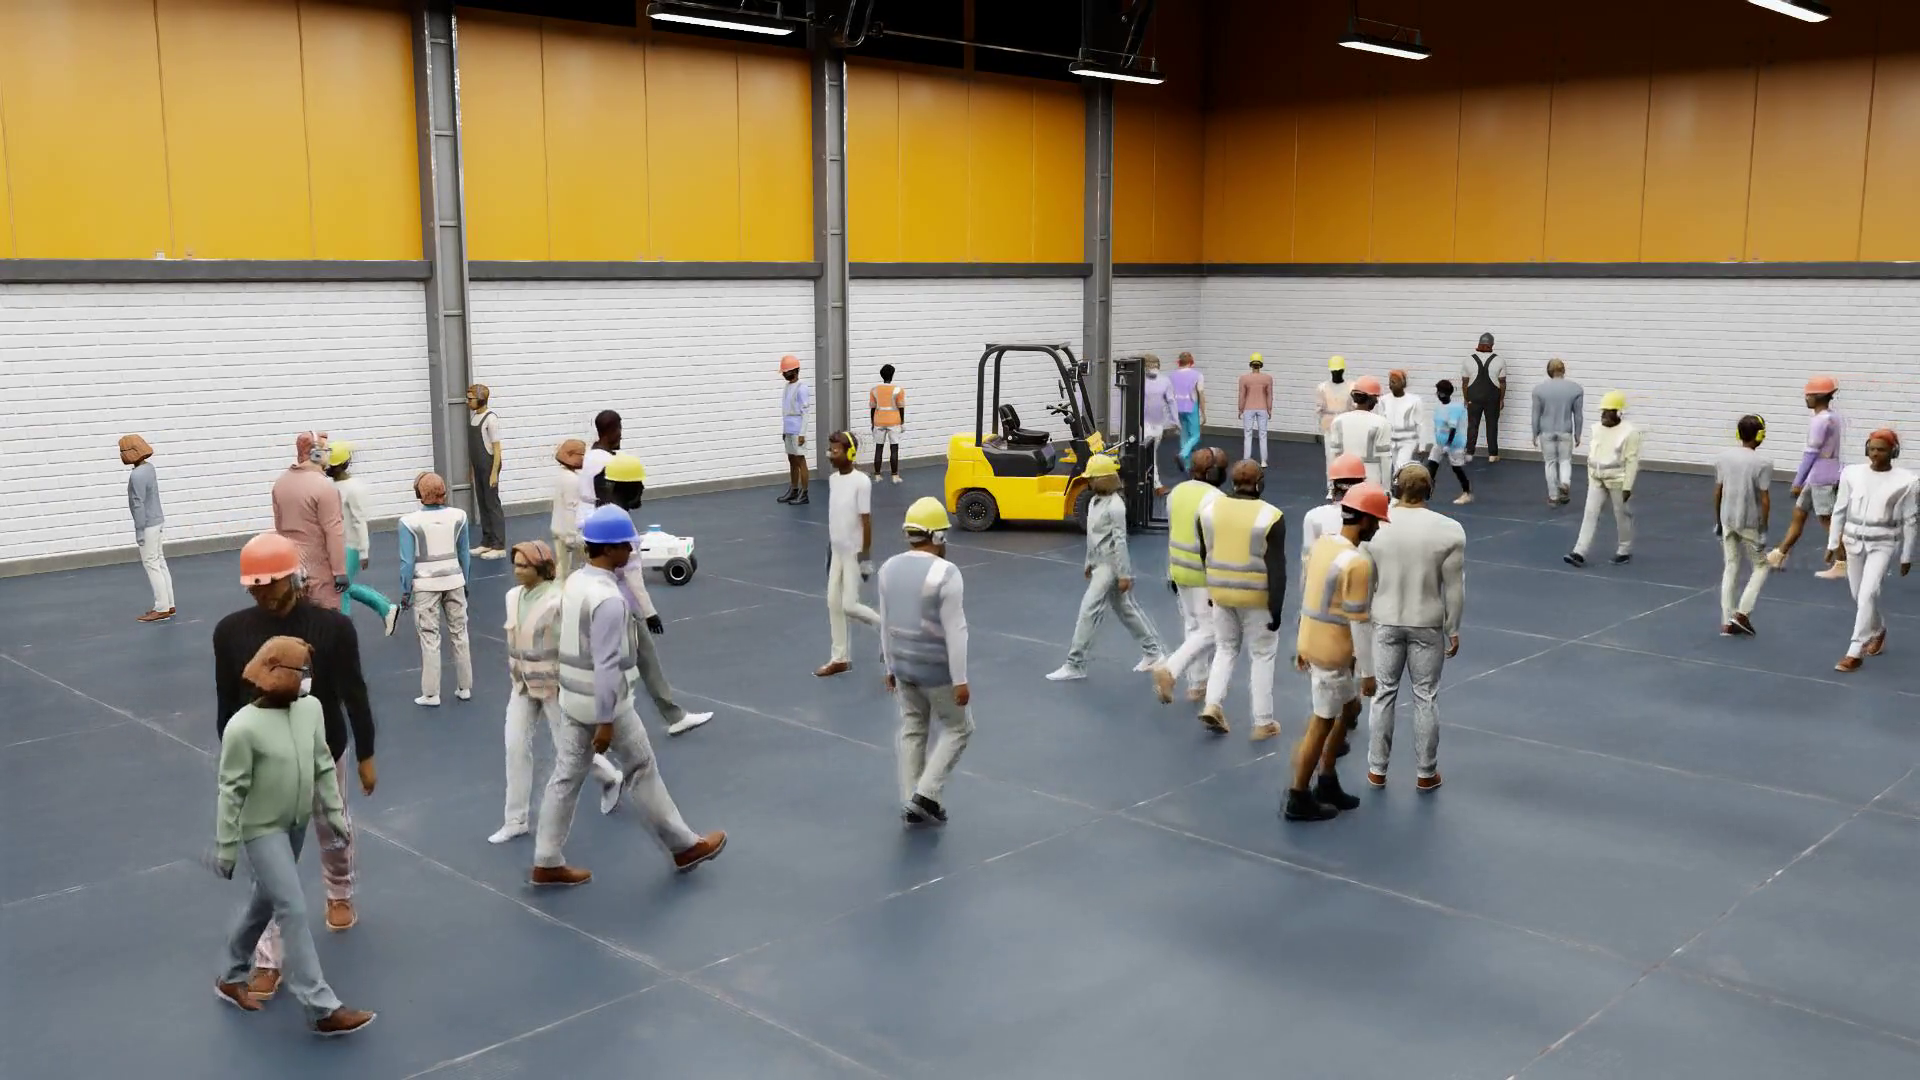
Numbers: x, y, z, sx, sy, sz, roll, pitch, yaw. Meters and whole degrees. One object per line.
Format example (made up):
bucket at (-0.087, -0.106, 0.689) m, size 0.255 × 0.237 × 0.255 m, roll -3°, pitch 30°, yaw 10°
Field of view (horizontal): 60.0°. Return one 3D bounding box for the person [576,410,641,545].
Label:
person at (-2.830, -0.096, 13.404) m, size 0.511 × 1.902 × 0.609 m, roll -3°, pitch 10°, yaw -18°

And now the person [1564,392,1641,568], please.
person at (6.558, -0.601, 16.883) m, size 0.915 × 1.781 × 0.617 m, roll -6°, pitch 11°, yaw -34°

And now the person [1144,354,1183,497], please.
person at (2.613, -1.517, 22.191) m, size 0.653 × 1.890 × 0.977 m, roll -5°, pitch 11°, yaw -30°

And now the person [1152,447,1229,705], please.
person at (1.607, 0.266, 11.486) m, size 0.679 × 1.820 × 0.628 m, roll -6°, pitch 11°, yaw -31°

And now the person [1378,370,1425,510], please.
person at (5.283, -1.135, 20.052) m, size 1.001 × 1.825 × 0.585 m, roll -8°, pitch 12°, yaw -41°

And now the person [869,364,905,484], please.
person at (-1.028, -1.637, 23.535) m, size 0.538 × 1.693 × 0.317 m, roll 3°, pitch 10°, yaw 19°

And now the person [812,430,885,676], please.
person at (-0.797, 0.092, 12.441) m, size 0.639 × 1.852 × 0.523 m, roll -7°, pitch 11°, yaw -35°

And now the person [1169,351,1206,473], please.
person at (3.328, -1.872, 24.567) m, size 0.611 × 1.822 × 0.553 m, roll 7°, pitch 12°, yaw 37°

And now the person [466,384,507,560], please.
person at (-4.976, -0.718, 17.429) m, size 0.332 × 1.842 × 0.508 m, roll -8°, pitch 12°, yaw -39°

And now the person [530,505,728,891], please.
person at (-1.680, 0.764, 8.174) m, size 0.993 × 1.892 × 0.604 m, roll -6°, pitch 11°, yaw -33°

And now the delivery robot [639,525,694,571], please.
delivery robot at (-2.946, 0.095, 16.098) m, size 0.707 × 0.478 × 0.477 m, roll -1°, pitch 9°, yaw -3°

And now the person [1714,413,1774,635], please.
person at (6.467, -0.118, 13.749) m, size 0.386 × 1.851 × 0.521 m, roll -7°, pitch 12°, yaw -37°

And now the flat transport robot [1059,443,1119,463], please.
flat transport robot at (2.234, -1.356, 26.152) m, size 0.652 × 0.197 × 1.431 m, roll 7°, pitch 12°, yaw 38°

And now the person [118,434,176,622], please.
person at (-7.030, -0.105, 14.363) m, size 0.308 × 1.624 × 0.495 m, roll -2°, pitch 9°, yaw -12°

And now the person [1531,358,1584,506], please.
person at (7.582, -1.354, 21.140) m, size 0.636 × 1.911 × 0.539 m, roll 2°, pitch 10°, yaw 13°

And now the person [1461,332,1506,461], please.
person at (8.284, -2.263, 26.299) m, size 0.682 × 2.000 × 0.538 m, roll 4°, pitch 10°, yaw 23°

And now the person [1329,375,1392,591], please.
person at (3.799, -0.538, 15.715) m, size 0.615 × 2.040 × 0.391 m, roll 8°, pitch 12°, yaw 39°

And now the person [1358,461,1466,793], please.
person at (2.593, 0.504, 9.644) m, size 0.630 × 1.940 × 0.371 m, roll 3°, pitch 10°, yaw 18°

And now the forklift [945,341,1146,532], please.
forklift at (0.977, -1.223, 19.452) m, size 2.313 × 2.155 × 1.214 m, roll 2°, pitch 9°, yaw 11°

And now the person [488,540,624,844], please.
person at (-2.196, 0.780, 8.974) m, size 0.523 × 1.612 × 0.781 m, roll 7°, pitch 11°, yaw 35°

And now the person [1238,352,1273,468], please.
person at (4.496, -1.968, 25.330) m, size 0.522 × 1.769 × 0.312 m, roll 1°, pitch 9°, yaw 4°

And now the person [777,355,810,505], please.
person at (-2.152, -1.414, 21.442) m, size 0.378 × 1.928 × 0.542 m, roll -6°, pitch 11°, yaw -32°

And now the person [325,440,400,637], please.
person at (-4.785, 0.041, 13.150) m, size 0.563 × 1.717 × 0.719 m, roll 8°, pitch 12°, yaw 39°

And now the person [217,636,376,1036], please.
person at (-2.720, 1.164, 6.666) m, size 0.847 × 1.585 × 0.502 m, roll 3°, pitch 10°, yaw 17°

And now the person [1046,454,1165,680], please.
person at (1.124, 0.190, 12.344) m, size 0.931 × 1.689 × 0.506 m, roll -2°, pitch 10°, yaw -13°

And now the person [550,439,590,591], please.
person at (-3.259, -0.055, 14.073) m, size 0.507 × 1.607 × 0.493 m, roll -6°, pitch 11°, yaw -31°

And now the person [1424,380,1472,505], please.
person at (6.228, -1.234, 21.239) m, size 0.870 × 1.634 × 0.545 m, roll -4°, pitch 10°, yaw -21°

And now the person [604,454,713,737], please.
person at (-2.110, 0.391, 10.547) m, size 1.006 × 1.872 × 0.594 m, roll -2°, pitch 9°, yaw -12°

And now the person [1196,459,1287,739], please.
person at (1.816, 0.383, 10.754) m, size 0.640 × 1.816 × 0.538 m, roll 6°, pitch 11°, yaw 34°

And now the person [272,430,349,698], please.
person at (-4.541, 0.173, 11.780) m, size 0.650 × 1.904 × 0.401 m, roll 6°, pitch 11°, yaw 34°

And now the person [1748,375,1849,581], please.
person at (8.326, -0.618, 16.343) m, size 1.017 × 1.992 × 0.661 m, roll 6°, pitch 11°, yaw 34°

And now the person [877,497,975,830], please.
person at (-0.173, 0.676, 8.953) m, size 0.624 × 1.816 × 0.422 m, roll 8°, pitch 12°, yaw 42°

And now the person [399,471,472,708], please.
person at (-3.633, 0.342, 11.547) m, size 0.514 × 1.642 × 0.314 m, roll -8°, pitch 12°, yaw -41°

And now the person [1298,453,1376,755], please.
person at (2.483, 0.382, 10.603) m, size 0.582 × 1.869 × 1.040 m, roll 5°, pitch 10°, yaw 28°

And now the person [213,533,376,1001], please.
person at (-2.890, 0.909, 7.246) m, size 0.650 × 1.935 × 1.061 m, roll -2°, pitch 9°, yaw -12°

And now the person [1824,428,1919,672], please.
person at (7.017, 0.051, 12.737) m, size 0.969 × 1.850 × 0.572 m, roll -7°, pitch 11°, yaw -36°

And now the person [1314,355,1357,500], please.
person at (4.937, -1.464, 21.813) m, size 0.600 × 1.907 × 0.463 m, roll 4°, pitch 10°, yaw 21°

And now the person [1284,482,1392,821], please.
person at (2.072, 0.624, 9.045) m, size 0.621 × 1.889 × 0.574 m, roll -1°, pitch 9°, yaw -8°
